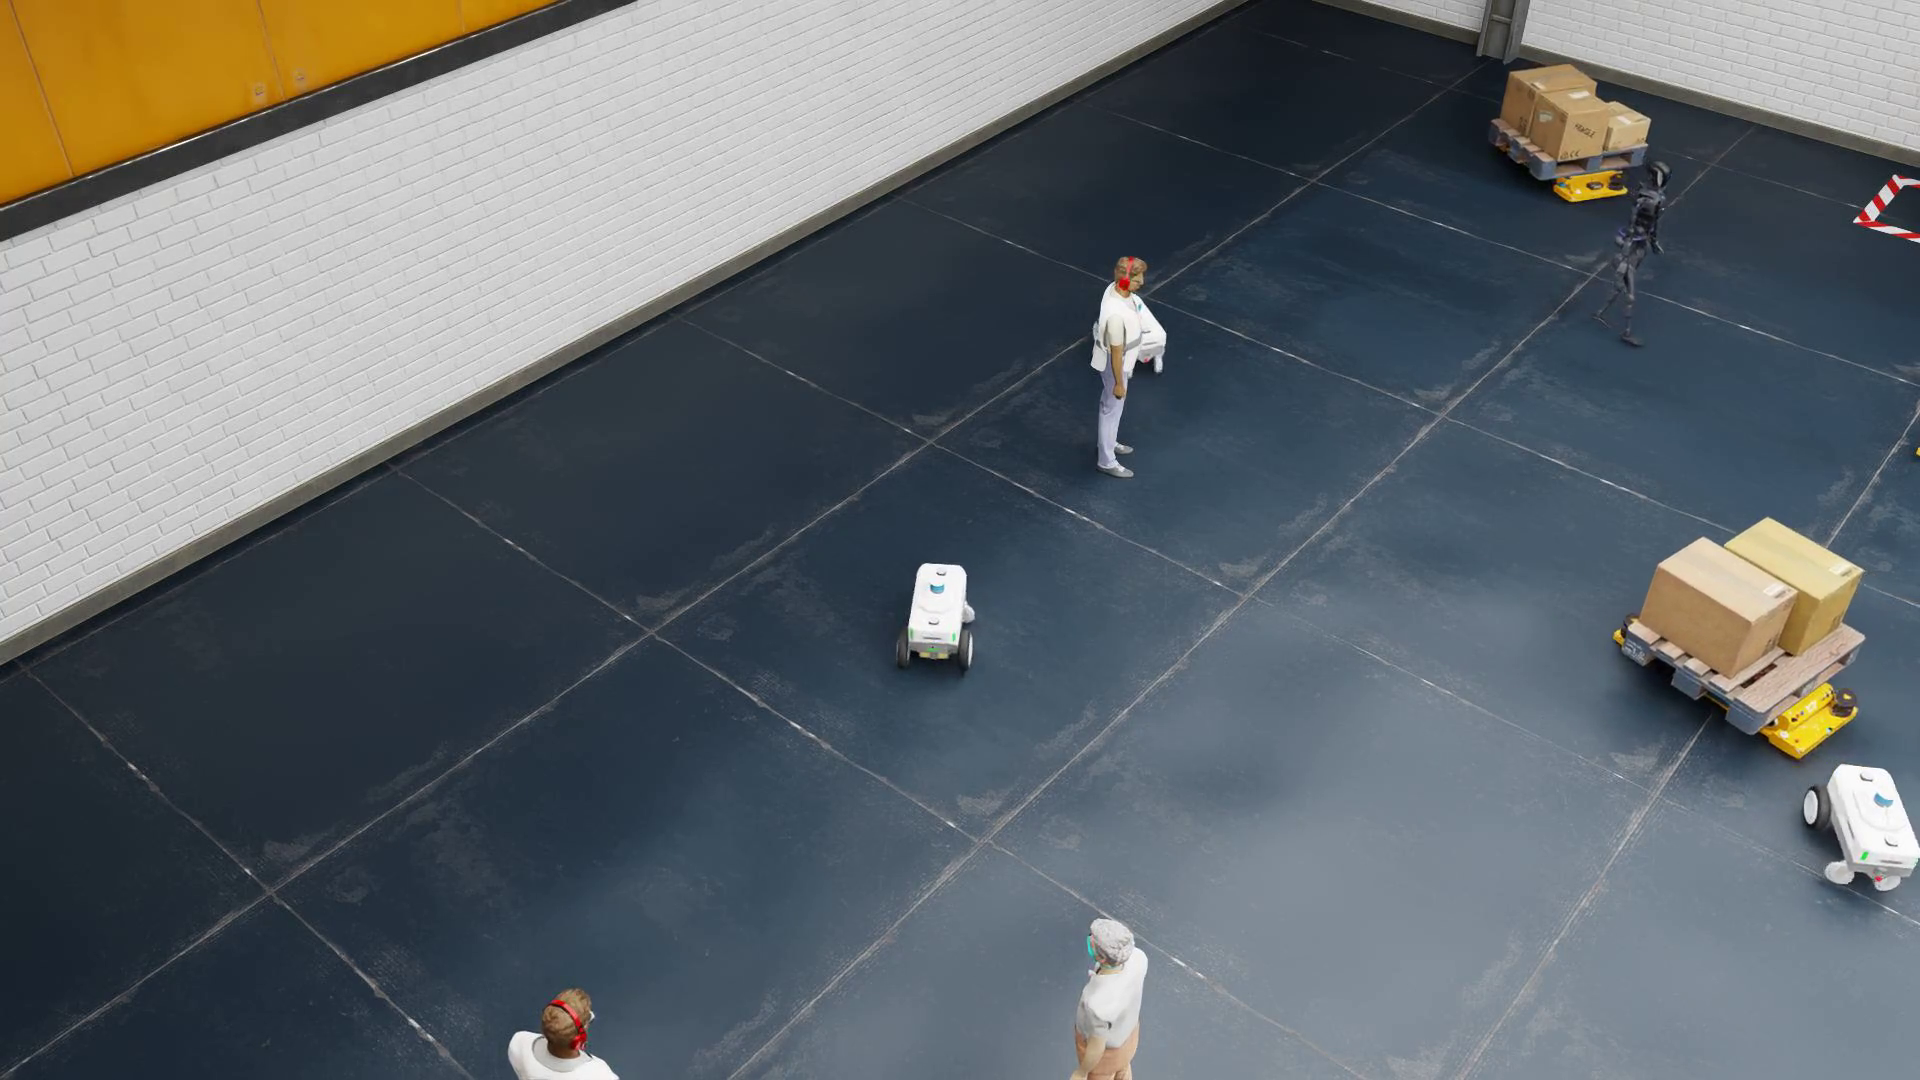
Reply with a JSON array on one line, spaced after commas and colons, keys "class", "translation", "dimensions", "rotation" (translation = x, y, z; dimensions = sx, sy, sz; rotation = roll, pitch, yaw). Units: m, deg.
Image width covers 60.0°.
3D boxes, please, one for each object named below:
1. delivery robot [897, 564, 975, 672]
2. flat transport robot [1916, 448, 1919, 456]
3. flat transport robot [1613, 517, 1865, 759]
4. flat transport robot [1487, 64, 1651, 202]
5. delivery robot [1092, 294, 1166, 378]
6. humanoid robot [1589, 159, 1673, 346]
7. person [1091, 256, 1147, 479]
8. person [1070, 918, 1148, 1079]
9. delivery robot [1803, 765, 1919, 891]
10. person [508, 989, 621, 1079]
[{"class": "delivery robot", "translation": [-0.156, 0.521, 11.408], "dimensions": [0.499, 0.590, 0.761], "rotation": [3, 39, 4]}, {"class": "flat transport robot", "translation": [8.260, -0.462, 12.860], "dimensions": [0.659, 0.231, 1.431], "rotation": [-20, 43, -23]}, {"class": "flat transport robot", "translation": [5.213, 0.868, 11.208], "dimensions": [0.659, 0.231, 1.431], "rotation": [-25, 45, -27]}, {"class": "flat transport robot", "translation": [6.182, -3.903, 17.131], "dimensions": [0.659, 0.231, 1.431], "rotation": [-11, 40, -13]}, {"class": "delivery robot", "translation": [1.490, -1.806, 14.277], "dimensions": [0.499, 0.565, 0.746], "rotation": [-11, 40, -13]}, {"class": "humanoid robot", "translation": [5.872, -2.491, 14.272], "dimensions": [0.601, 1.637, 0.671], "rotation": [-32, 48, -33]}, {"class": "person", "translation": [1.194, -1.334, 12.690], "dimensions": [0.391, 1.840, 0.564], "rotation": [4, 39, 4]}, {"class": "person", "translation": [0.698, 2.433, 8.087], "dimensions": [0.321, 1.748, 0.479], "rotation": [21, 43, 24]}, {"class": "delivery robot", "translation": [5.436, 1.698, 9.965], "dimensions": [0.500, 0.612, 0.784], "rotation": [5, 39, 6]}, {"class": "person", "translation": [-1.739, 2.728, 7.658], "dimensions": [0.568, 1.831, 0.408], "rotation": [16, 42, 19]}]
